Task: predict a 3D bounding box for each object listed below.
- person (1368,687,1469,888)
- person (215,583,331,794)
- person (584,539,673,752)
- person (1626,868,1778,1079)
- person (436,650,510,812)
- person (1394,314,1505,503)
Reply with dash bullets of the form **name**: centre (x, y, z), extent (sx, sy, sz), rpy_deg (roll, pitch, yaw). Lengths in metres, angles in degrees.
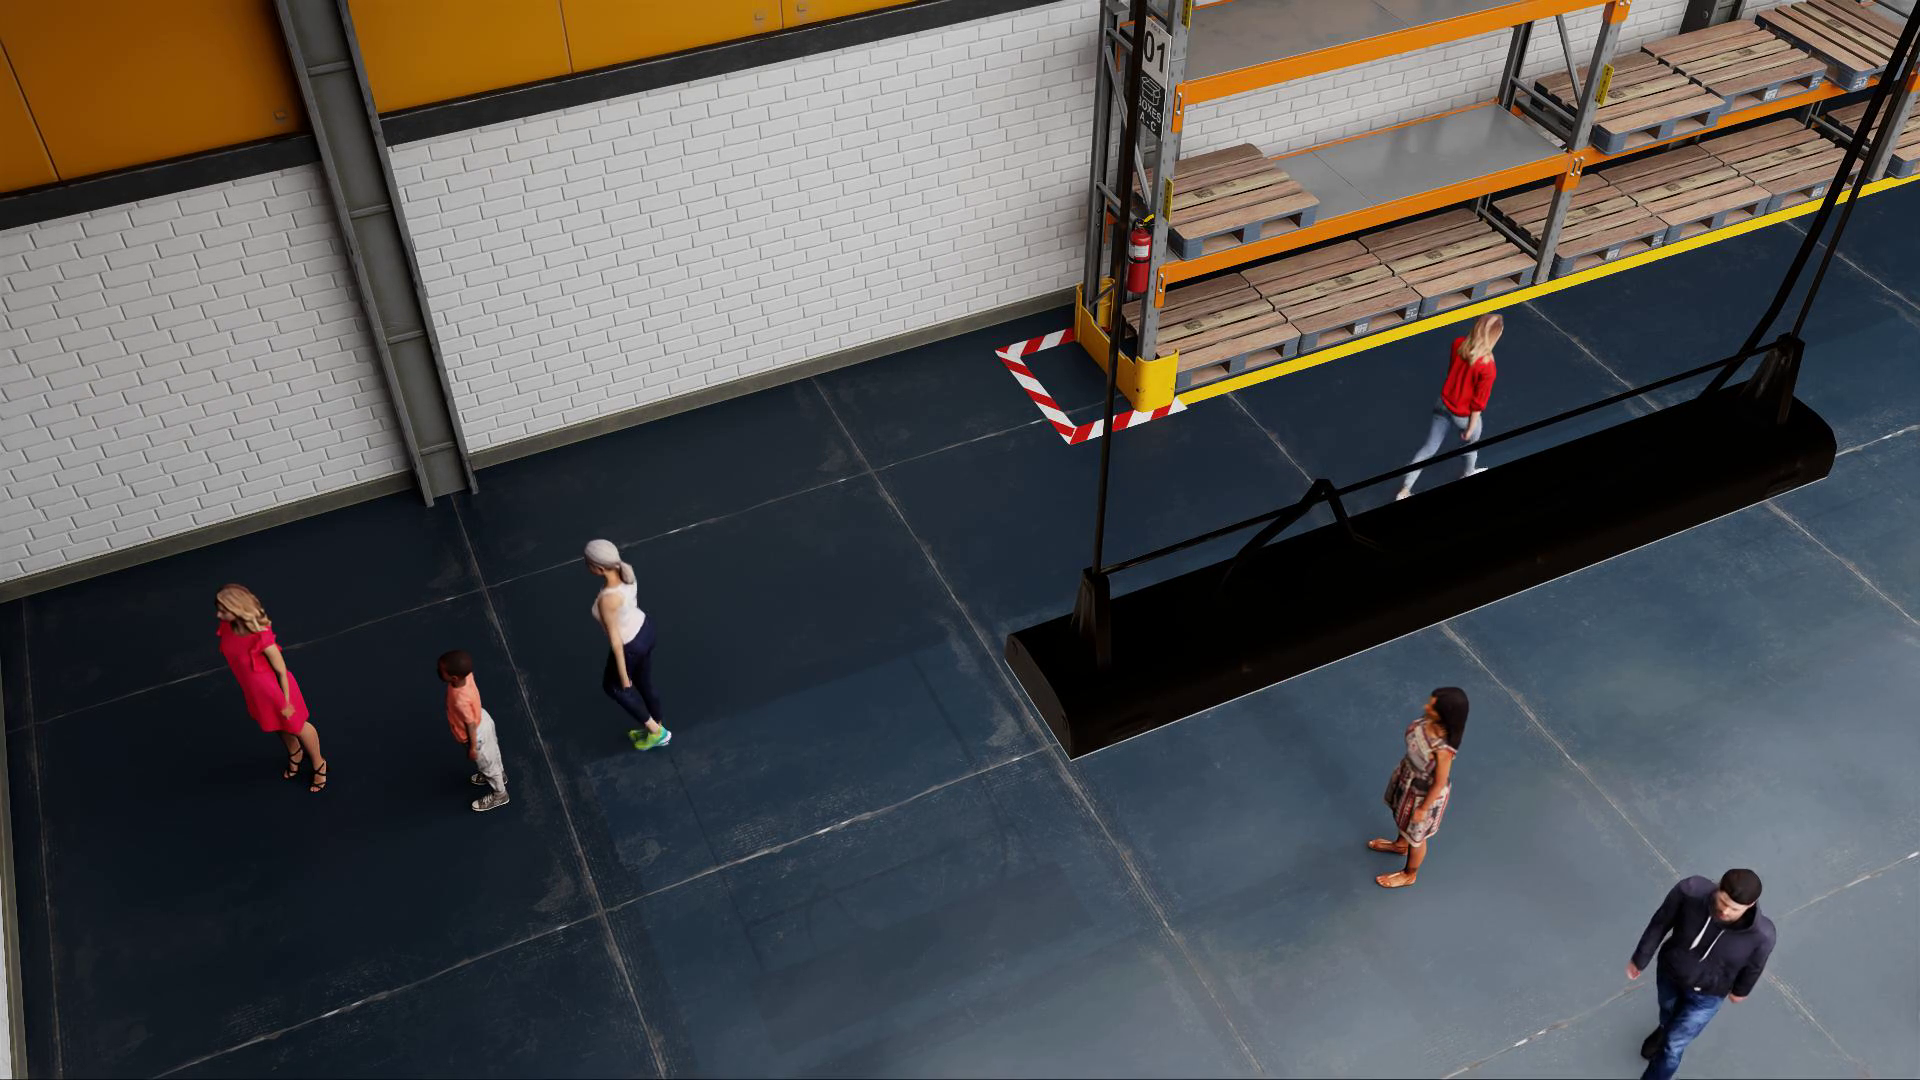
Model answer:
- **person**: centre (2.669, 1.402, 9.576), extent (0.699, 1.645, 0.724), rpy_deg (2, 44, 2)
- **person**: centre (-4.168, 0.882, 10.061), extent (0.662, 1.729, 0.700), rpy_deg (21, 48, 21)
- **person**: centre (-1.950, 0.676, 10.313), extent (0.820, 1.679, 0.778), rpy_deg (5, 44, 5)
- **person**: centre (3.843, 2.179, 8.613), extent (1.150, 1.847, 0.888), rpy_deg (-30, 51, -28)
- **person**: centre (-2.943, 1.133, 10.101), extent (0.547, 1.310, 0.538), rpy_deg (-7, 44, -7)
- **person**: centre (3.516, -0.899, 11.979), extent (1.134, 1.662, 0.715), rpy_deg (-23, 48, -22)
